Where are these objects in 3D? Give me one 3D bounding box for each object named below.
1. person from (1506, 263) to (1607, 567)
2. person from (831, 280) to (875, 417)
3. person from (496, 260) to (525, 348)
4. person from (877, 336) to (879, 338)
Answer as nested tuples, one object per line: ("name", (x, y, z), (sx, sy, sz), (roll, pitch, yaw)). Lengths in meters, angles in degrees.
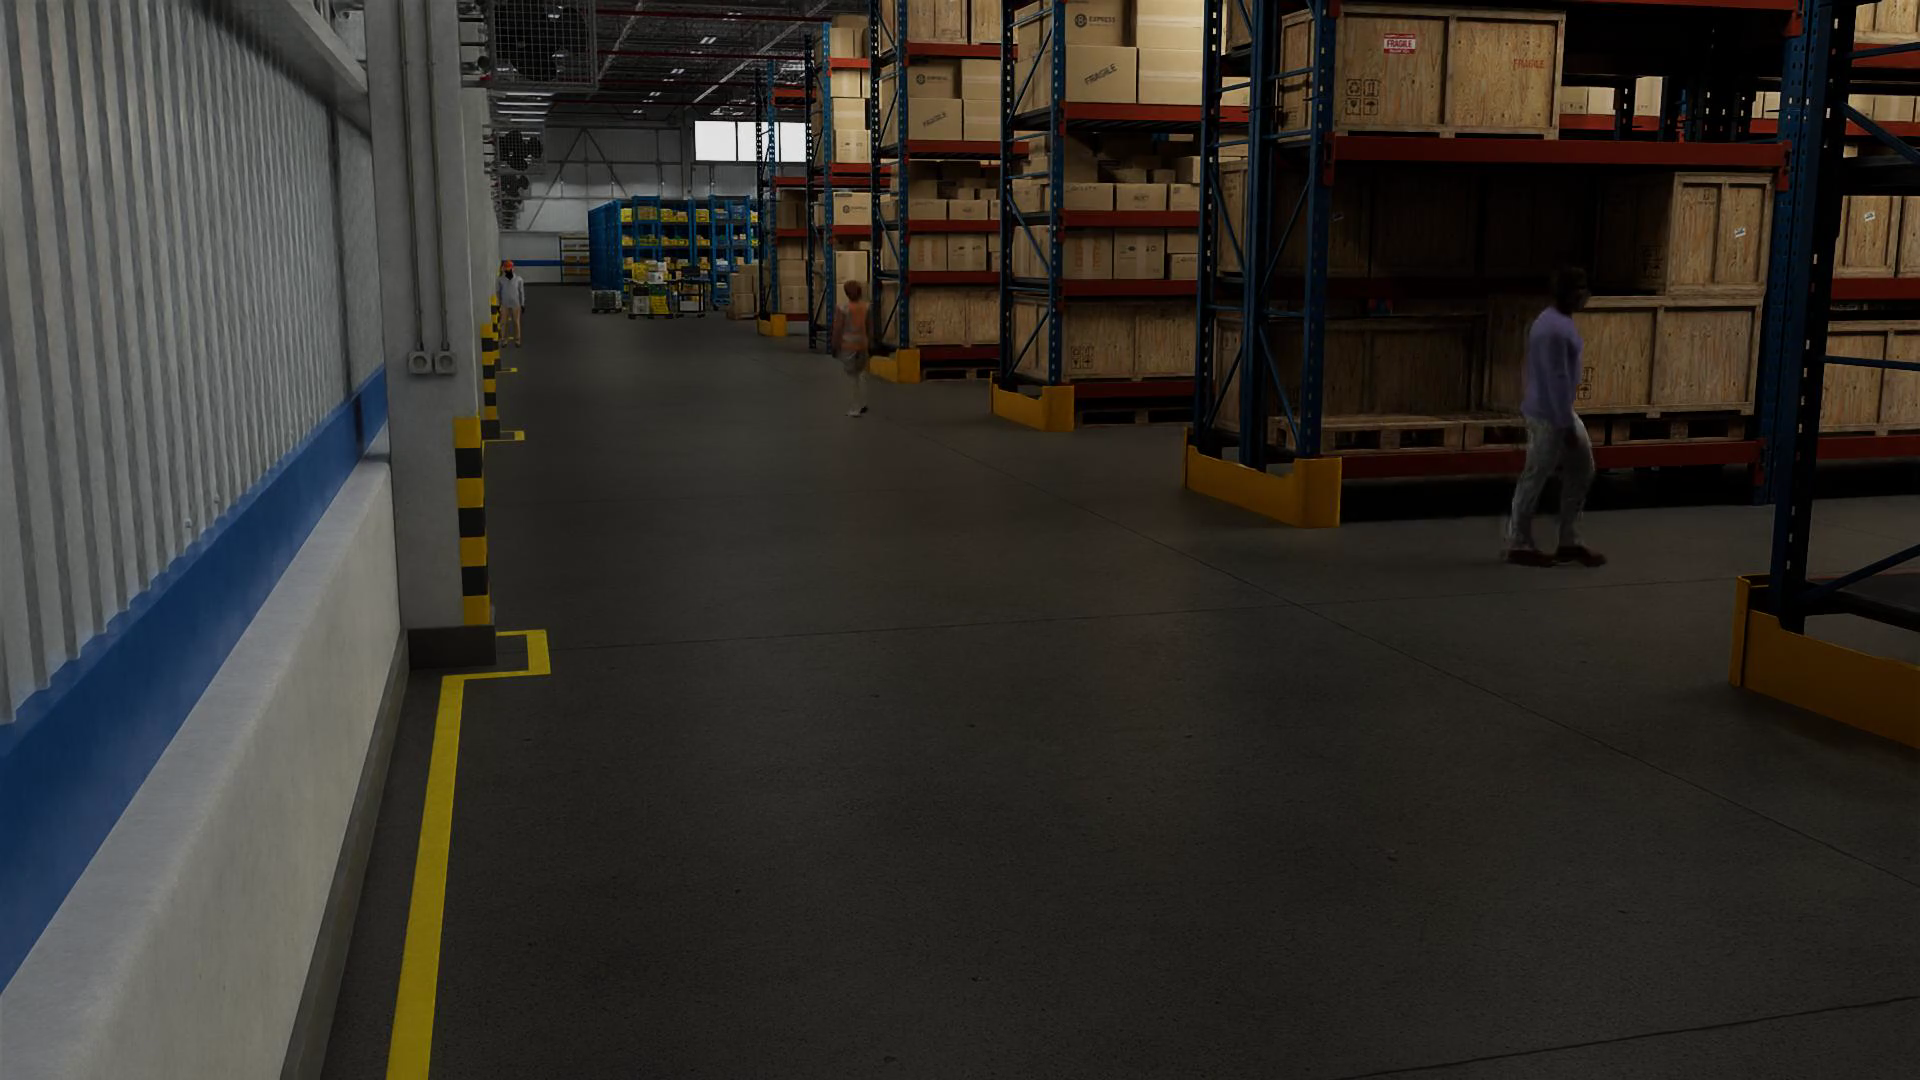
("person", (3.802, -0.752, 10.361), (0.750, 1.910, 0.646), (5, 11, 26))
("person", (-1.288, -2.277, 19.832), (0.517, 1.624, 0.440), (-8, 13, -37))
("person", (-8.996, -4.717, 33.282), (0.564, 1.747, 0.339), (-3, 10, -15))
("person", (-2.073, -5.304, 36.699), (0.893, 1.727, 0.529), (-1, 10, -8))
